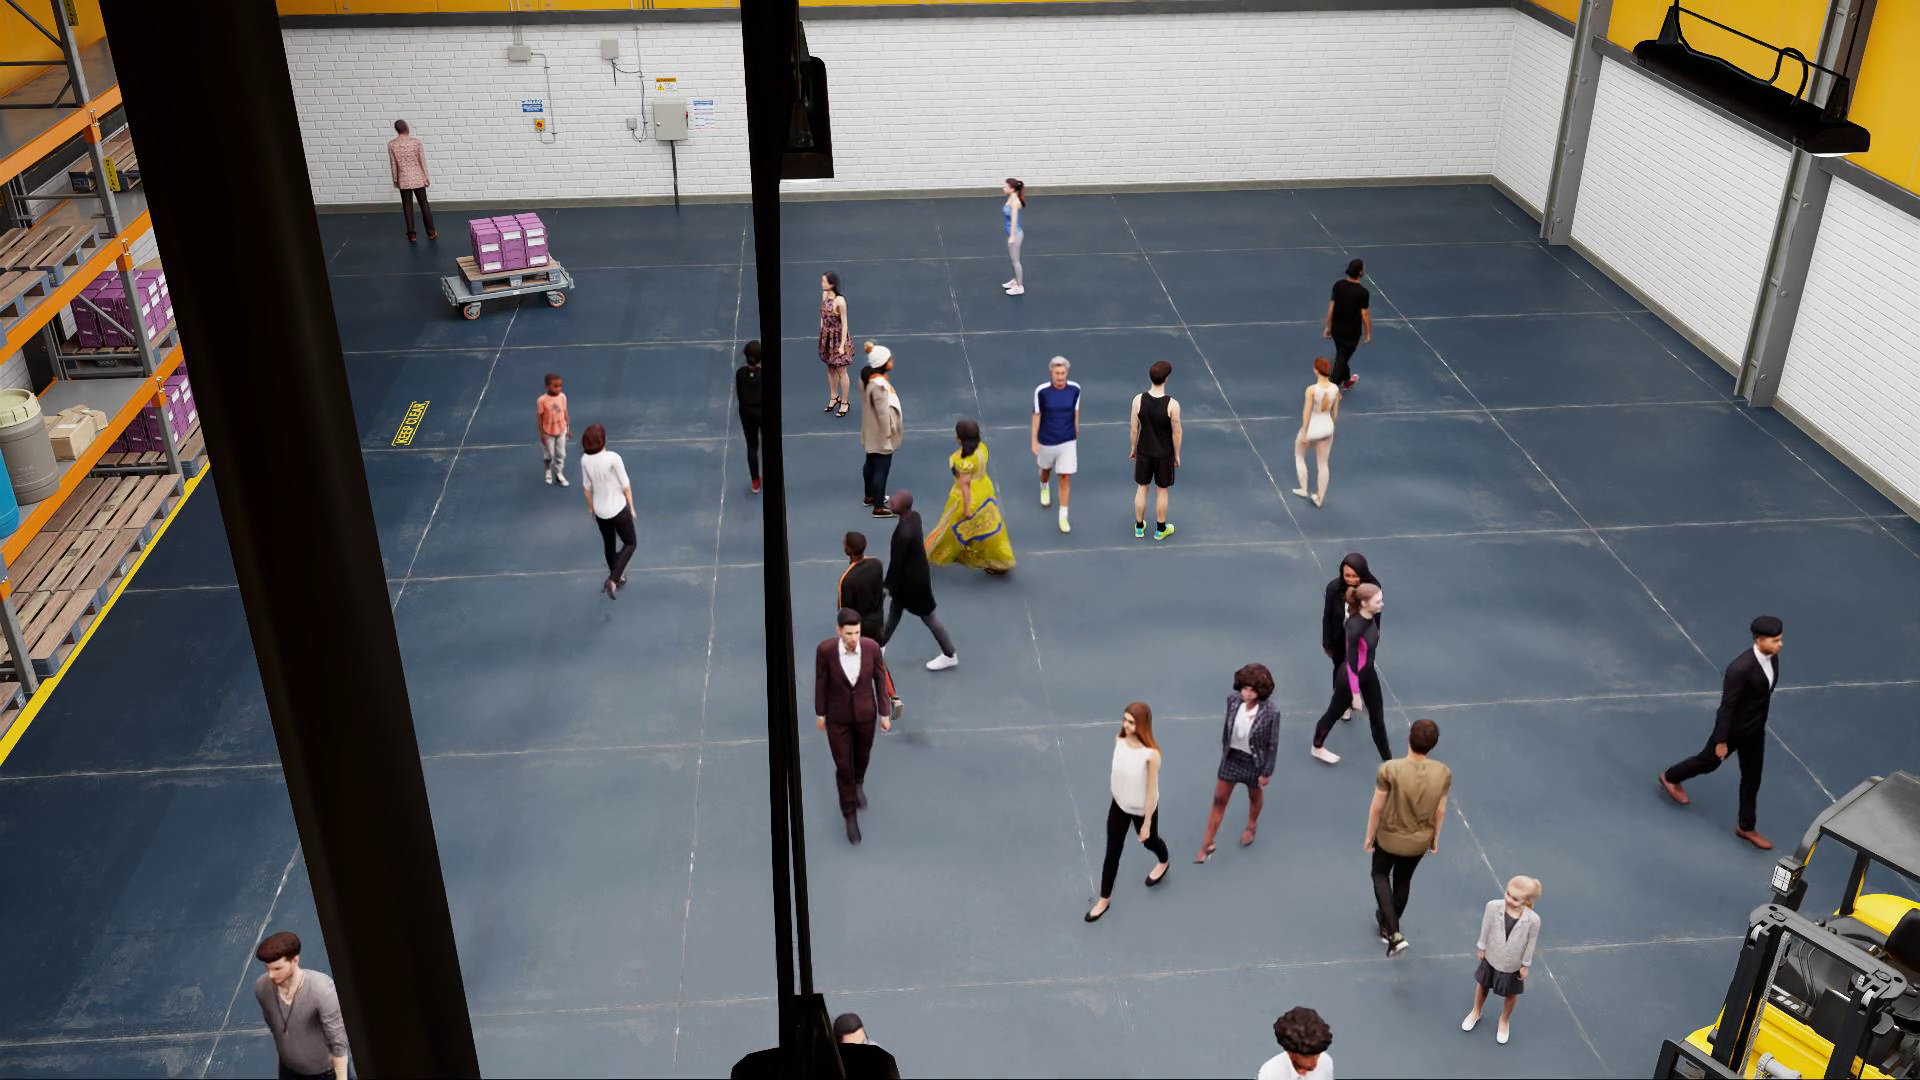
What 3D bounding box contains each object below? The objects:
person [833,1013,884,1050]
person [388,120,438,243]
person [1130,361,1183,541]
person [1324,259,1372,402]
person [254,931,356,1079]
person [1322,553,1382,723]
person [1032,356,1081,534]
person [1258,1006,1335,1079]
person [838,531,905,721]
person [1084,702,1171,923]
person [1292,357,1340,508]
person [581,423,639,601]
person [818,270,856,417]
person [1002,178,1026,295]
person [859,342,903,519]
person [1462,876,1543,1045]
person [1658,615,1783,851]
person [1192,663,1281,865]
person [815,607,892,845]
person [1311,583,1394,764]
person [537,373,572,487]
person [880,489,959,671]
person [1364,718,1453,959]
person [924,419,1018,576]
[{"bbox_3d":[-0.597,3.260,9.101,0.708,1.754,0.728,-21,35,-33],"label":"person"},{"bbox_3d":[-8.209,-5.377,24.878,0.711,1.808,0.639,-7,29,-12],"label":"person"},{"bbox_3d":[1.942,-0.885,16.556,0.763,1.892,0.747,10,30,18],"label":"person"},{"bbox_3d":[4.480,-2.416,19.532,1.071,1.729,1.064,-23,36,-36],"label":"person"},{"bbox_3d":[-3.657,2.947,9.568,0.936,1.857,1.267,5,29,10],"label":"person"},{"bbox_3d":[3.222,0.761,13.846,0.654,1.597,0.633,-3,29,-6],"label":"person"},{"bbox_3d":[0.961,-1.049,16.962,0.665,1.791,1.189,-3,29,-6],"label":"person"},{"bbox_3d":[1.738,3.224,9.133,0.885,1.787,1.029,-15,32,-25],"label":"person"},{"bbox_3d":[-0.734,0.756,13.646,1.014,1.797,0.919,25,37,37],"label":"person"},{"bbox_3d":[1.295,1.862,11.737,1.090,1.683,1.084,-25,37,-38],"label":"person"},{"bbox_3d":[3.731,-1.079,17.188,0.645,1.626,0.673,-7,29,-12],"label":"person"},{"bbox_3d":[-3.267,-0.219,15.461,0.836,1.771,0.979,8,30,15],"label":"person"},{"bbox_3d":[-1.451,-2.276,19.230,0.862,1.774,0.787,-22,36,-35],"label":"person"},{"bbox_3d":[0.743,-4.204,22.939,0.608,1.605,0.446,-3,29,-6],"label":"person"},{"bbox_3d":[-0.864,-1.156,17.053,0.824,1.890,0.694,-10,30,-17],"label":"person"},{"bbox_3d":[3.507,2.663,10.695,0.595,1.275,0.646,16,33,27],"label":"person"},{"bbox_3d":[5.766,1.356,12.500,1.092,1.841,1.344,-17,33,-28],"label":"person"},{"bbox_3d":[2.155,1.595,12.243,0.981,1.667,1.055,21,35,33],"label":"person"},{"bbox_3d":[-0.828,1.289,12.631,0.814,1.833,1.062,-7,29,-12],"label":"person"},{"bbox_3d":[3.038,1.086,13.133,1.078,1.709,1.067,18,34,30],"label":"person"},{"bbox_3d":[-4.366,-1.195,17.747,0.608,1.294,0.685,-14,32,-24],"label":"person"},{"bbox_3d":[-0.311,0.381,14.428,0.870,1.706,1.158,1,29,2],"label":"person"},{"bbox_3d":[3.010,2.067,11.208,0.729,1.831,0.963,1,29,1],"label":"person"},{"bbox_3d":[0.190,-0.353,15.889,1.243,1.597,1.308,14,31,24],"label":"person"}]
